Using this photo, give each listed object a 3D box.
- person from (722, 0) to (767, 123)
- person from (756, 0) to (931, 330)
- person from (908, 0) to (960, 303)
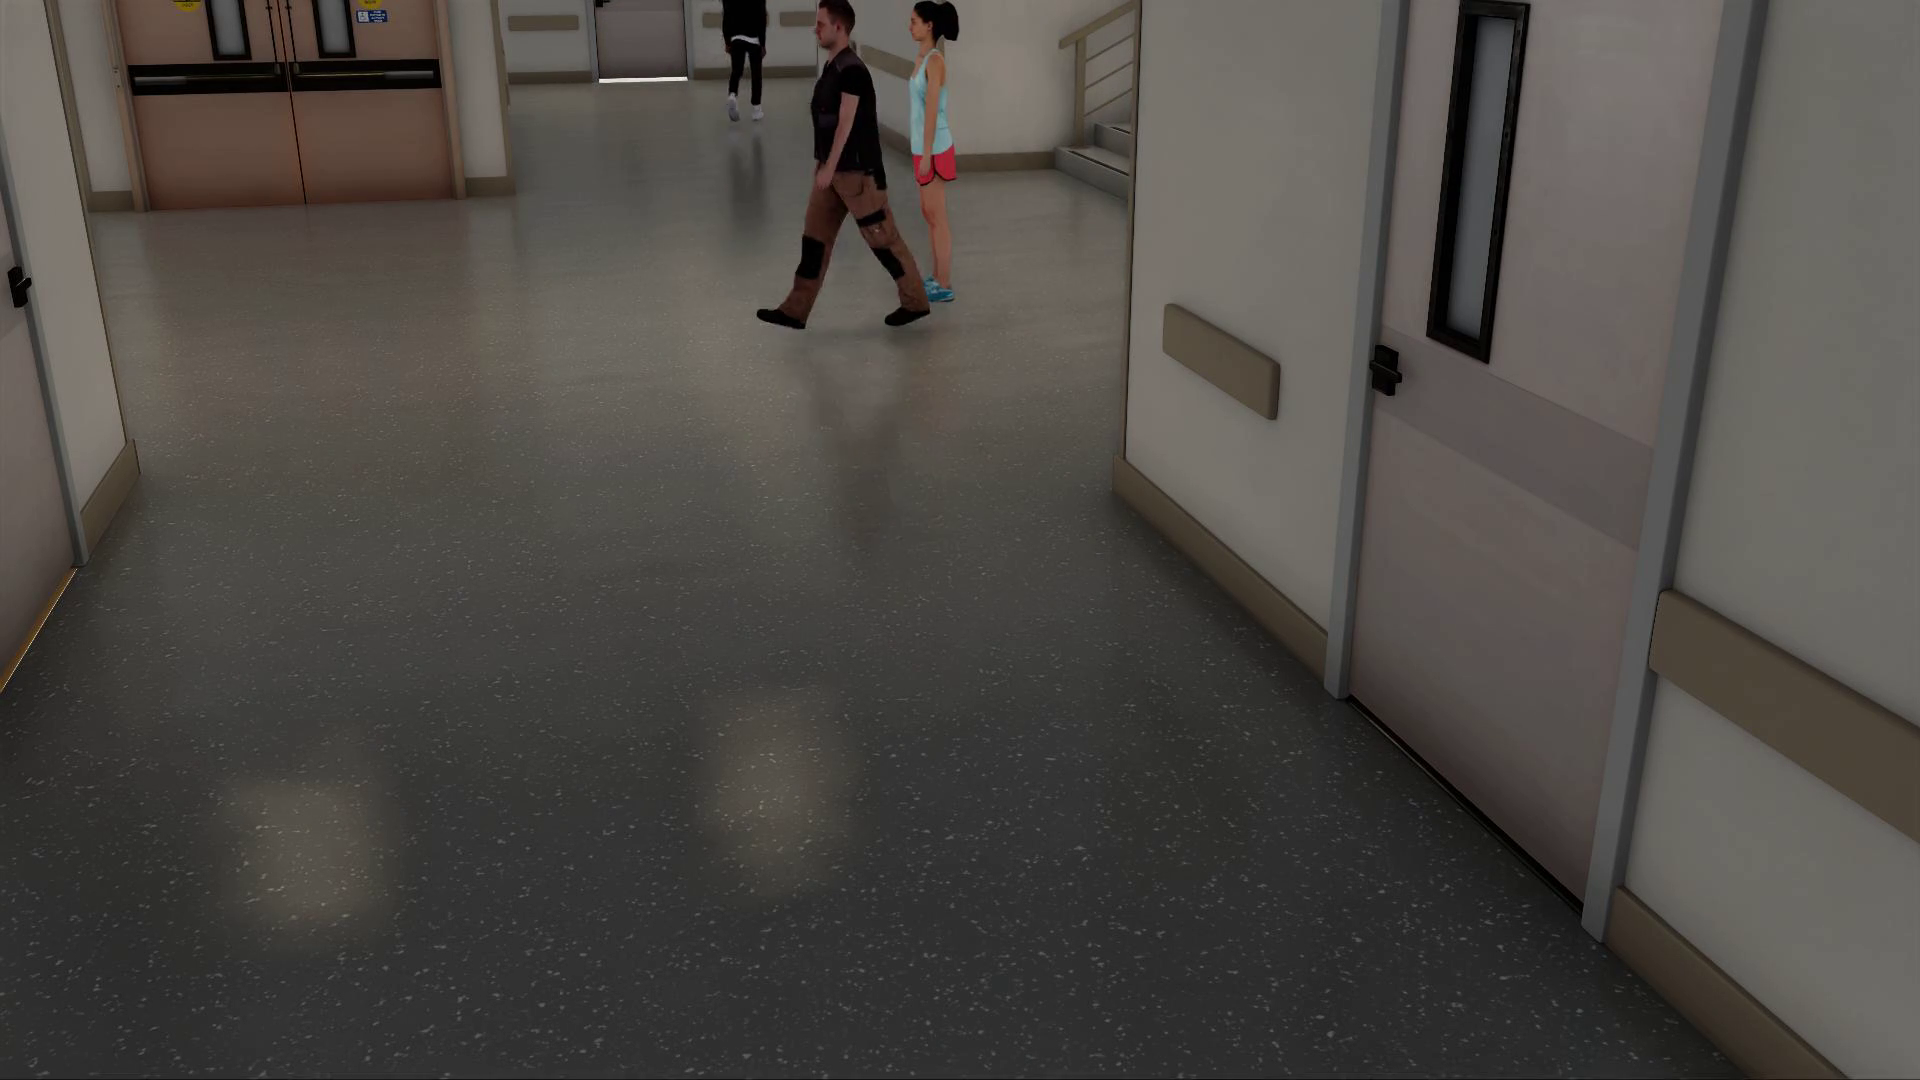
[{"bbox_3d":[-2.407,-5.535,18.456,1.177,1.796,1.038,3,21,8],"label":"person"},{"bbox_3d":[-0.506,-2.018,9.179,1.272,1.789,0.841,-10,23,-24],"label":"person"},{"bbox_3d":[-0.181,-2.341,10.066,0.567,1.765,0.582,-3,21,-8],"label":"person"}]
